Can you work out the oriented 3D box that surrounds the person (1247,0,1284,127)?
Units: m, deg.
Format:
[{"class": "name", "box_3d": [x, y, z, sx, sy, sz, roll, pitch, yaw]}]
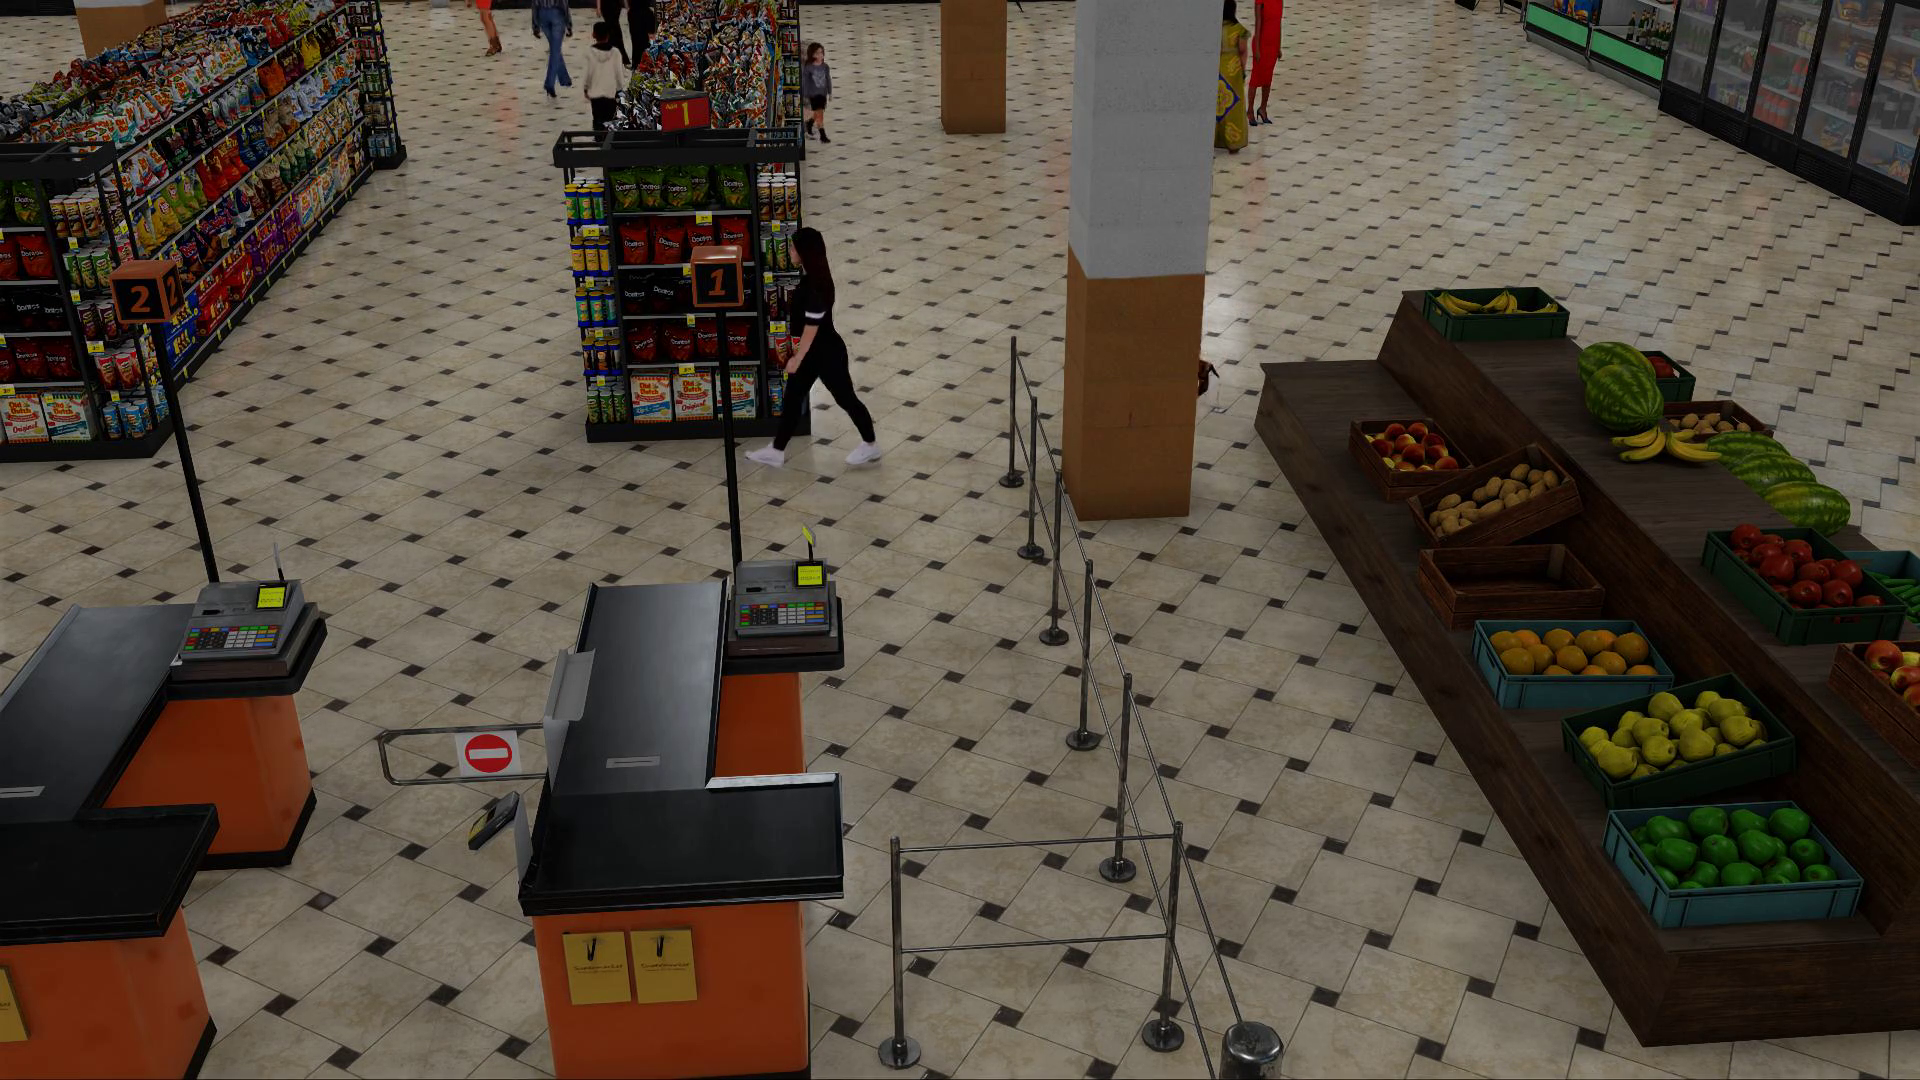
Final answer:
[{"class": "person", "box_3d": [3.568, -5.755, 19.455, 0.640, 1.744, 0.647, -17, 31, -30]}]

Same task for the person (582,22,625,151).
[{"class": "person", "box_3d": [-3.844, -4.819, 17.945, 0.612, 1.441, 0.814, -3, 27, -7]}]

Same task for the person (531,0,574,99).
[{"class": "person", "box_3d": [-5.063, -6.326, 20.588, 0.863, 1.738, 1.251, 5, 27, 9]}]

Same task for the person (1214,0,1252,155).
[{"class": "person", "box_3d": [2.898, -5.099, 18.255, 0.994, 1.660, 0.991, 11, 29, 20]}]

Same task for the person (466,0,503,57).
[{"class": "person", "box_3d": [-6.615, -7.632, 23.228, 0.781, 1.678, 0.855, 8, 28, 16]}]

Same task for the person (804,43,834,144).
[{"class": "person", "box_3d": [-1.636, -5.071, 18.830, 0.715, 1.090, 0.835, -20, 33, -35]}]

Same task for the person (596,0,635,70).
[{"class": "person", "box_3d": [-4.762, -7.141, 22.392, 1.030, 1.560, 1.053, 15, 31, 27]}]

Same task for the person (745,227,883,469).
[{"class": "person", "box_3d": [-0.798, -1.166, 10.587, 0.789, 1.581, 1.099, -7, 28, -13]}]
